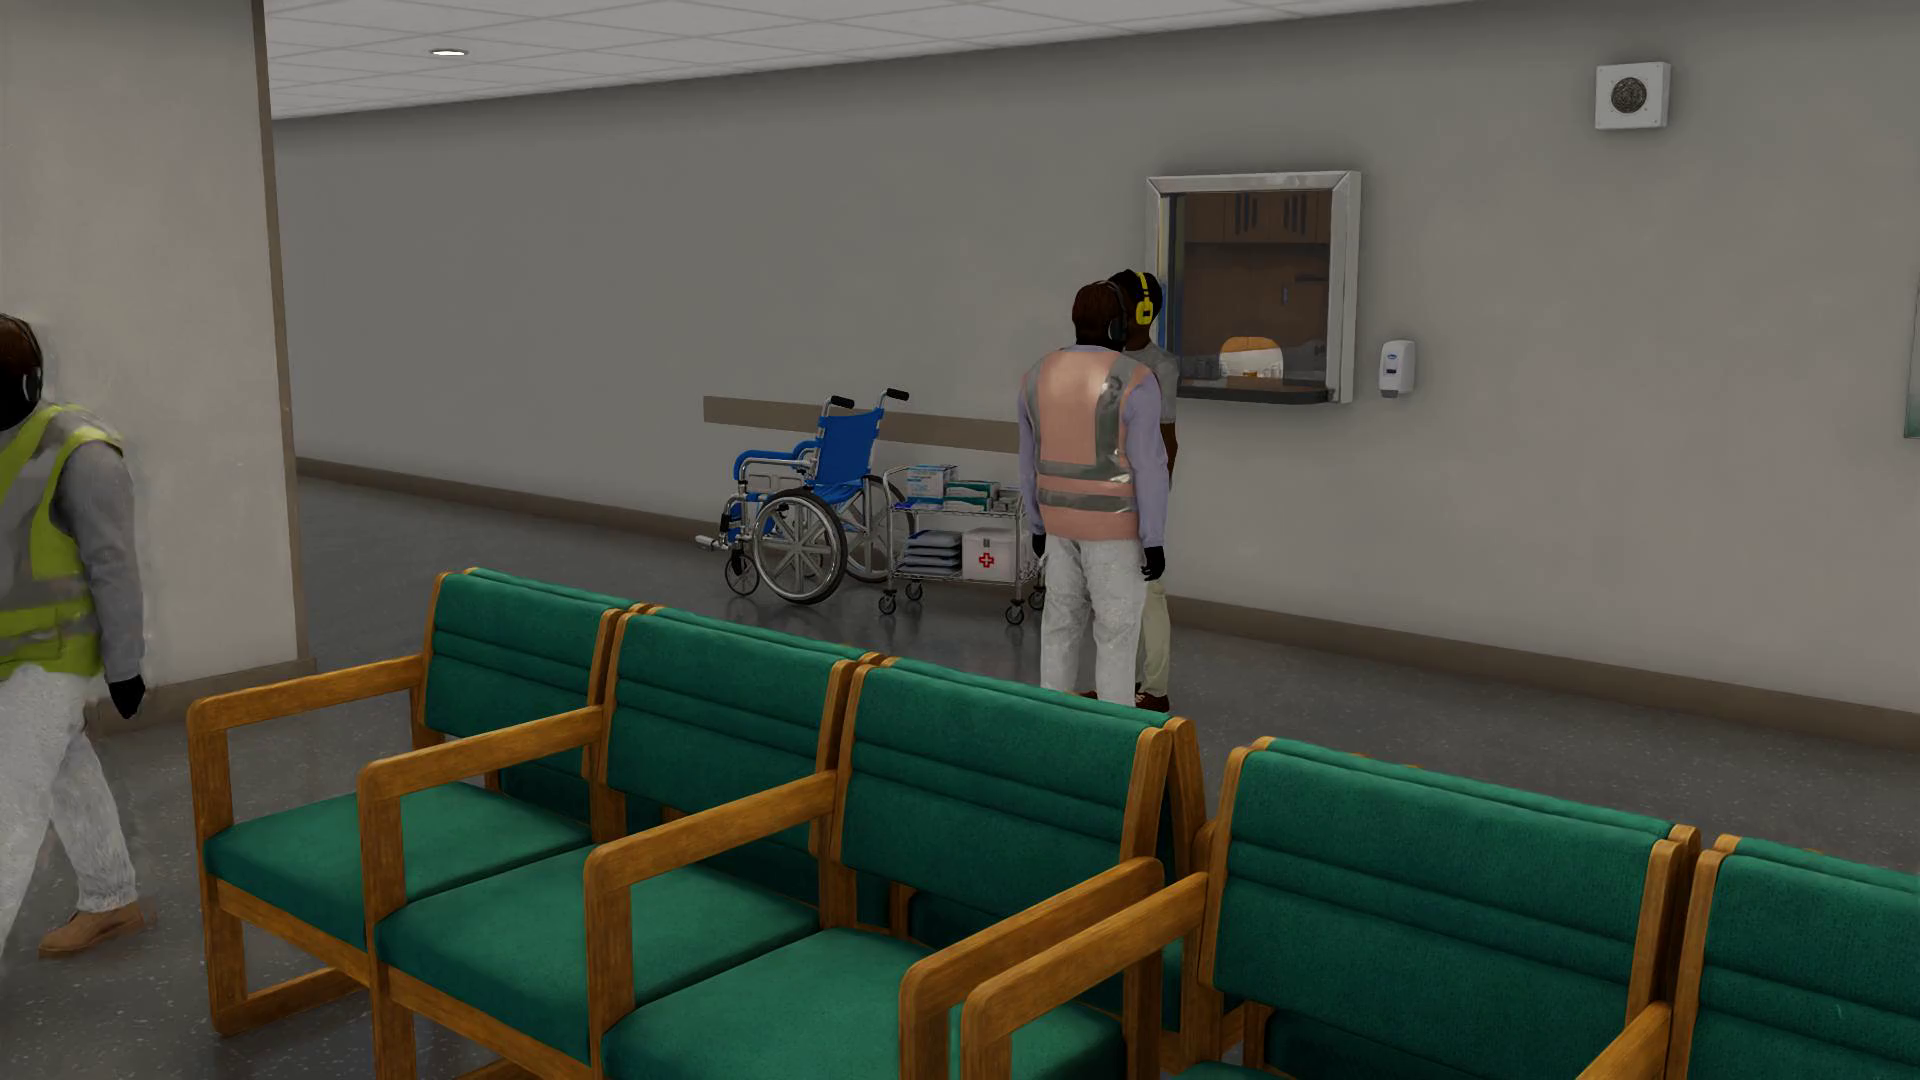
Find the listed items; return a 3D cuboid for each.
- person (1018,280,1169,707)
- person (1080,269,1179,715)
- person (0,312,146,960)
[{"bbox_3d":[0.518,-0.038,6.203,0.637,1.840,0.429,9,13,42],"label":"person"},{"bbox_3d":[0.714,-0.178,6.911,0.327,1.874,0.521,-3,11,-19],"label":"person"},{"bbox_3d":[-2.514,0.322,4.286,0.651,1.784,0.926,5,11,26],"label":"person"}]
